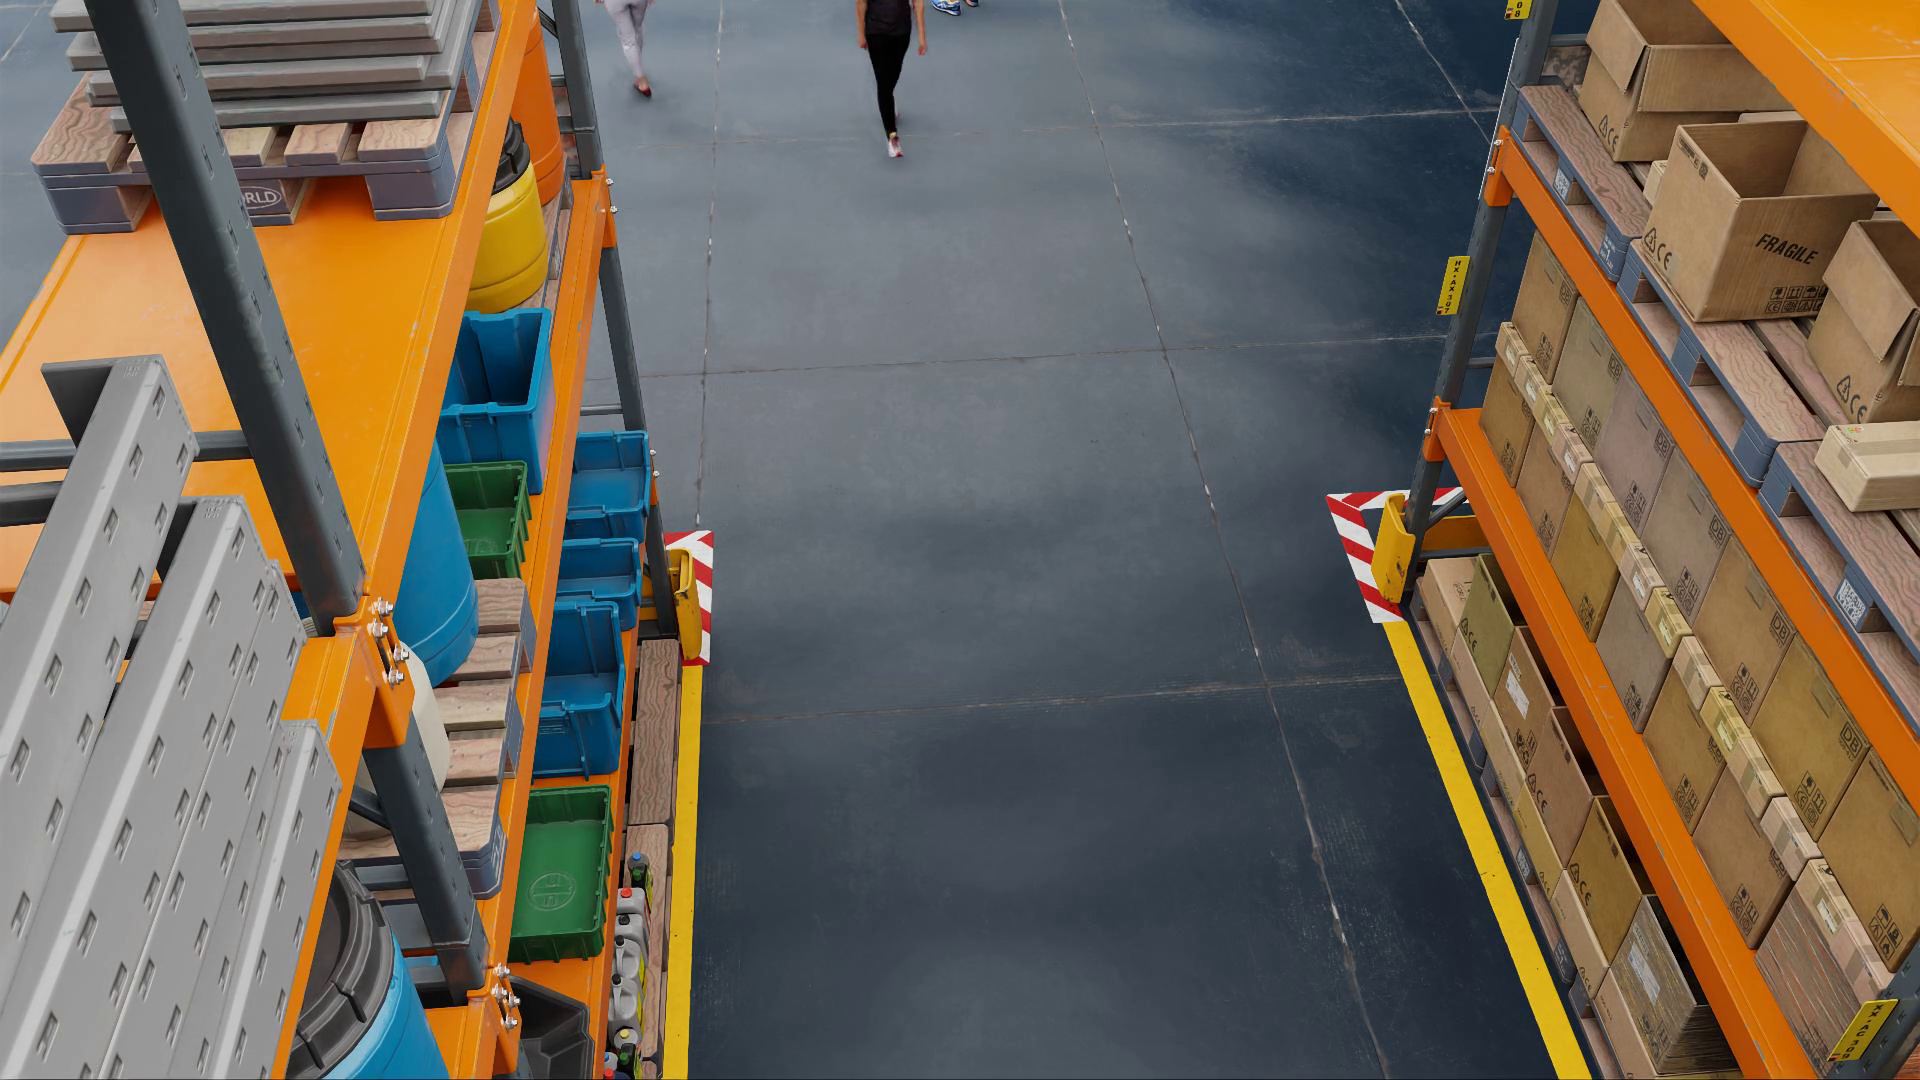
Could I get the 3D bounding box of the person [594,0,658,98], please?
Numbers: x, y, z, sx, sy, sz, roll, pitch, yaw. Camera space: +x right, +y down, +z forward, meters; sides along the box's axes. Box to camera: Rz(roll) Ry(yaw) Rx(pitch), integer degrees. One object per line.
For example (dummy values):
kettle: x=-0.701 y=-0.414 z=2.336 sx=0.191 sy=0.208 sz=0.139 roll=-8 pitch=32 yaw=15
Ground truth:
person: x=-2.592 y=-4.226 z=13.001 sx=0.837 sy=1.582 sz=1.013 roll=-20 pitch=46 yaw=-21

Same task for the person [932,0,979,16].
person: x=-0.003 y=-5.418 z=14.100 sx=0.705 sy=1.869 sz=0.746 roll=-32 pitch=51 yaw=-30

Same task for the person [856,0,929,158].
person: x=-0.539 y=-3.859 z=12.502 sx=0.774 sy=1.711 sz=1.246 roll=-9 pitch=43 yaw=-10
